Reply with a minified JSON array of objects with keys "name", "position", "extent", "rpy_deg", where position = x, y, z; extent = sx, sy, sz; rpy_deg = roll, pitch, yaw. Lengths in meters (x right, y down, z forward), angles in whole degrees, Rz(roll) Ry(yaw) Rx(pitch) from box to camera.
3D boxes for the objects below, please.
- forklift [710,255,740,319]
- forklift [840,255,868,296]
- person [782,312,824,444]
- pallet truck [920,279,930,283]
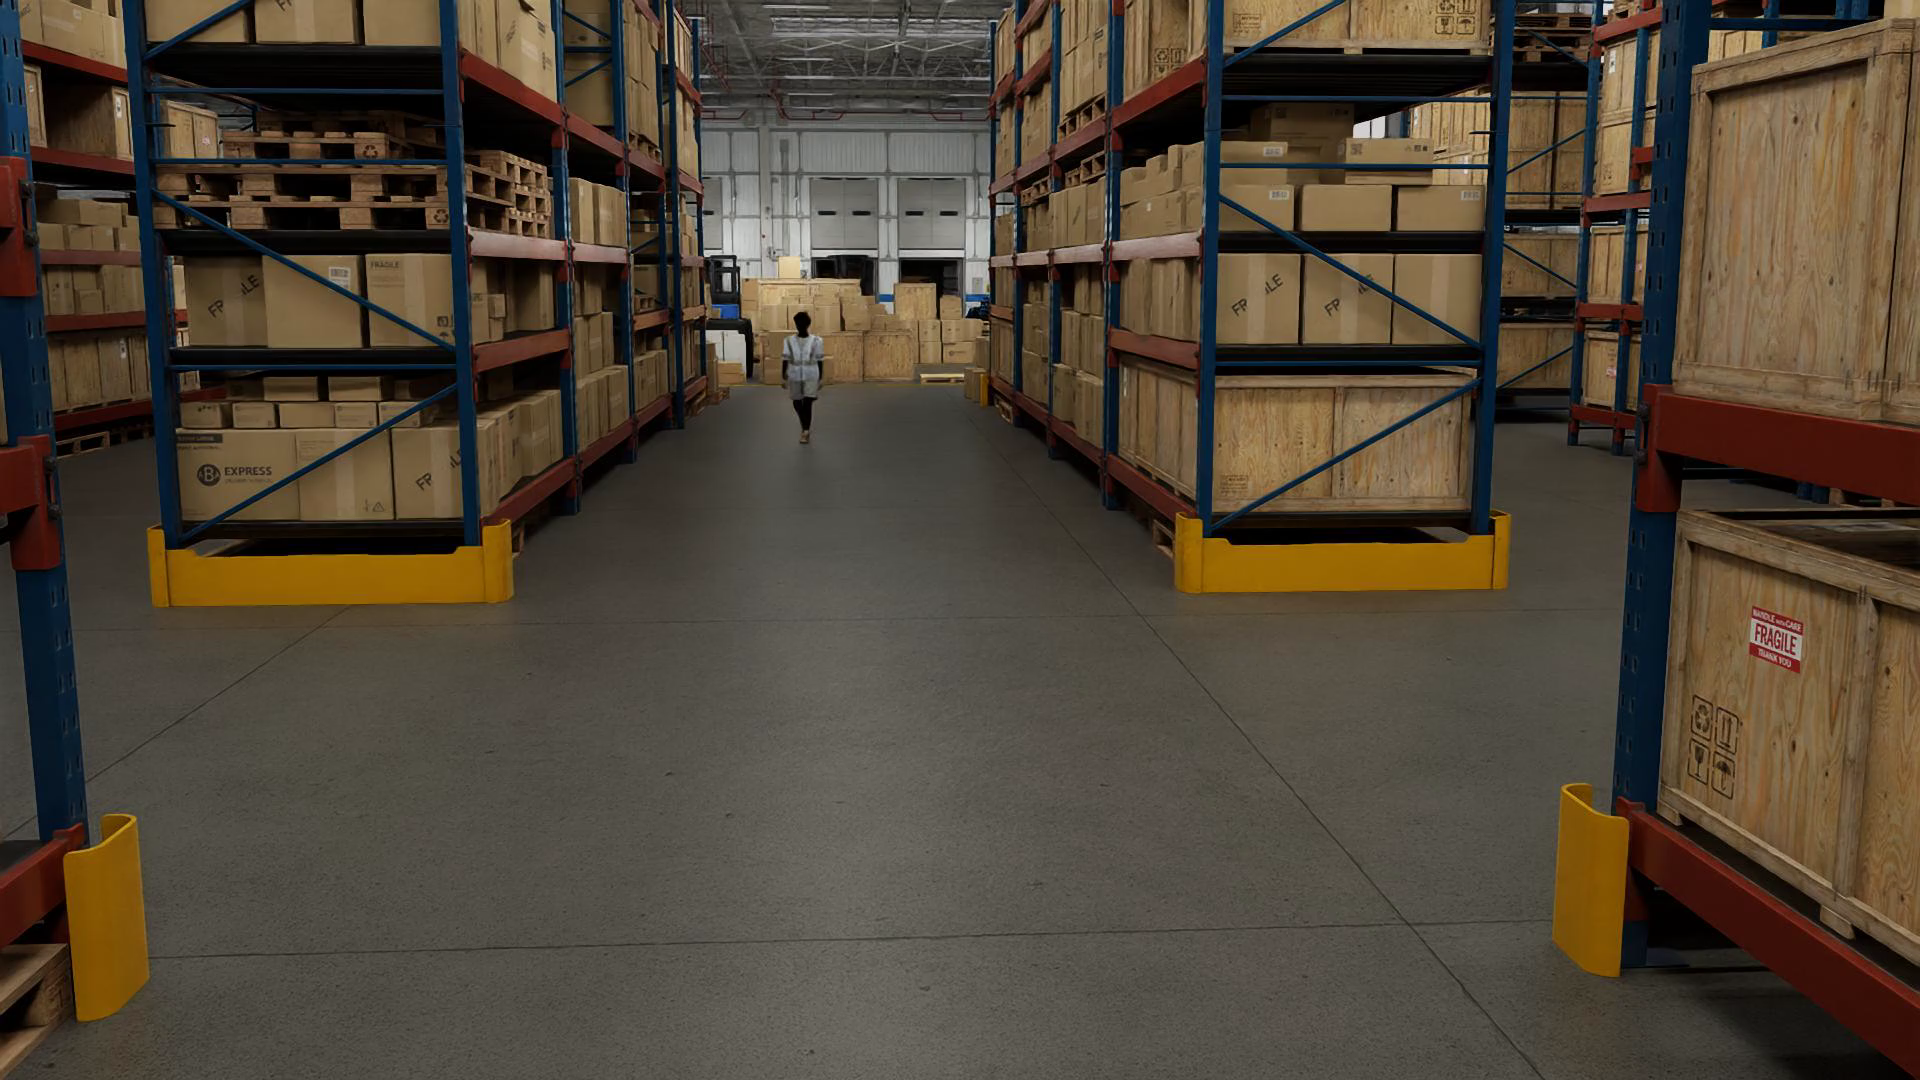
[{"name":"forklift","position":[-8.364,-8.712,59.035],"extent":[1.129,2.768,1.873],"rpy_deg":[-1,9,-4]},{"name":"forklift","position":[-3.663,-8.478,57.565],"extent":[1.129,2.768,1.873],"rpy_deg":[-5,10,-30]},{"name":"person","position":[-1.984,-2.070,21.126],"extent":[0.536,1.668,0.757],"rpy_deg":[1,9,7]},{"name":"pallet truck","position":[-0.932,-8.922,63.114],"extent":[1.885,1.965,0.823],"rpy_deg":[2,9,13]}]
